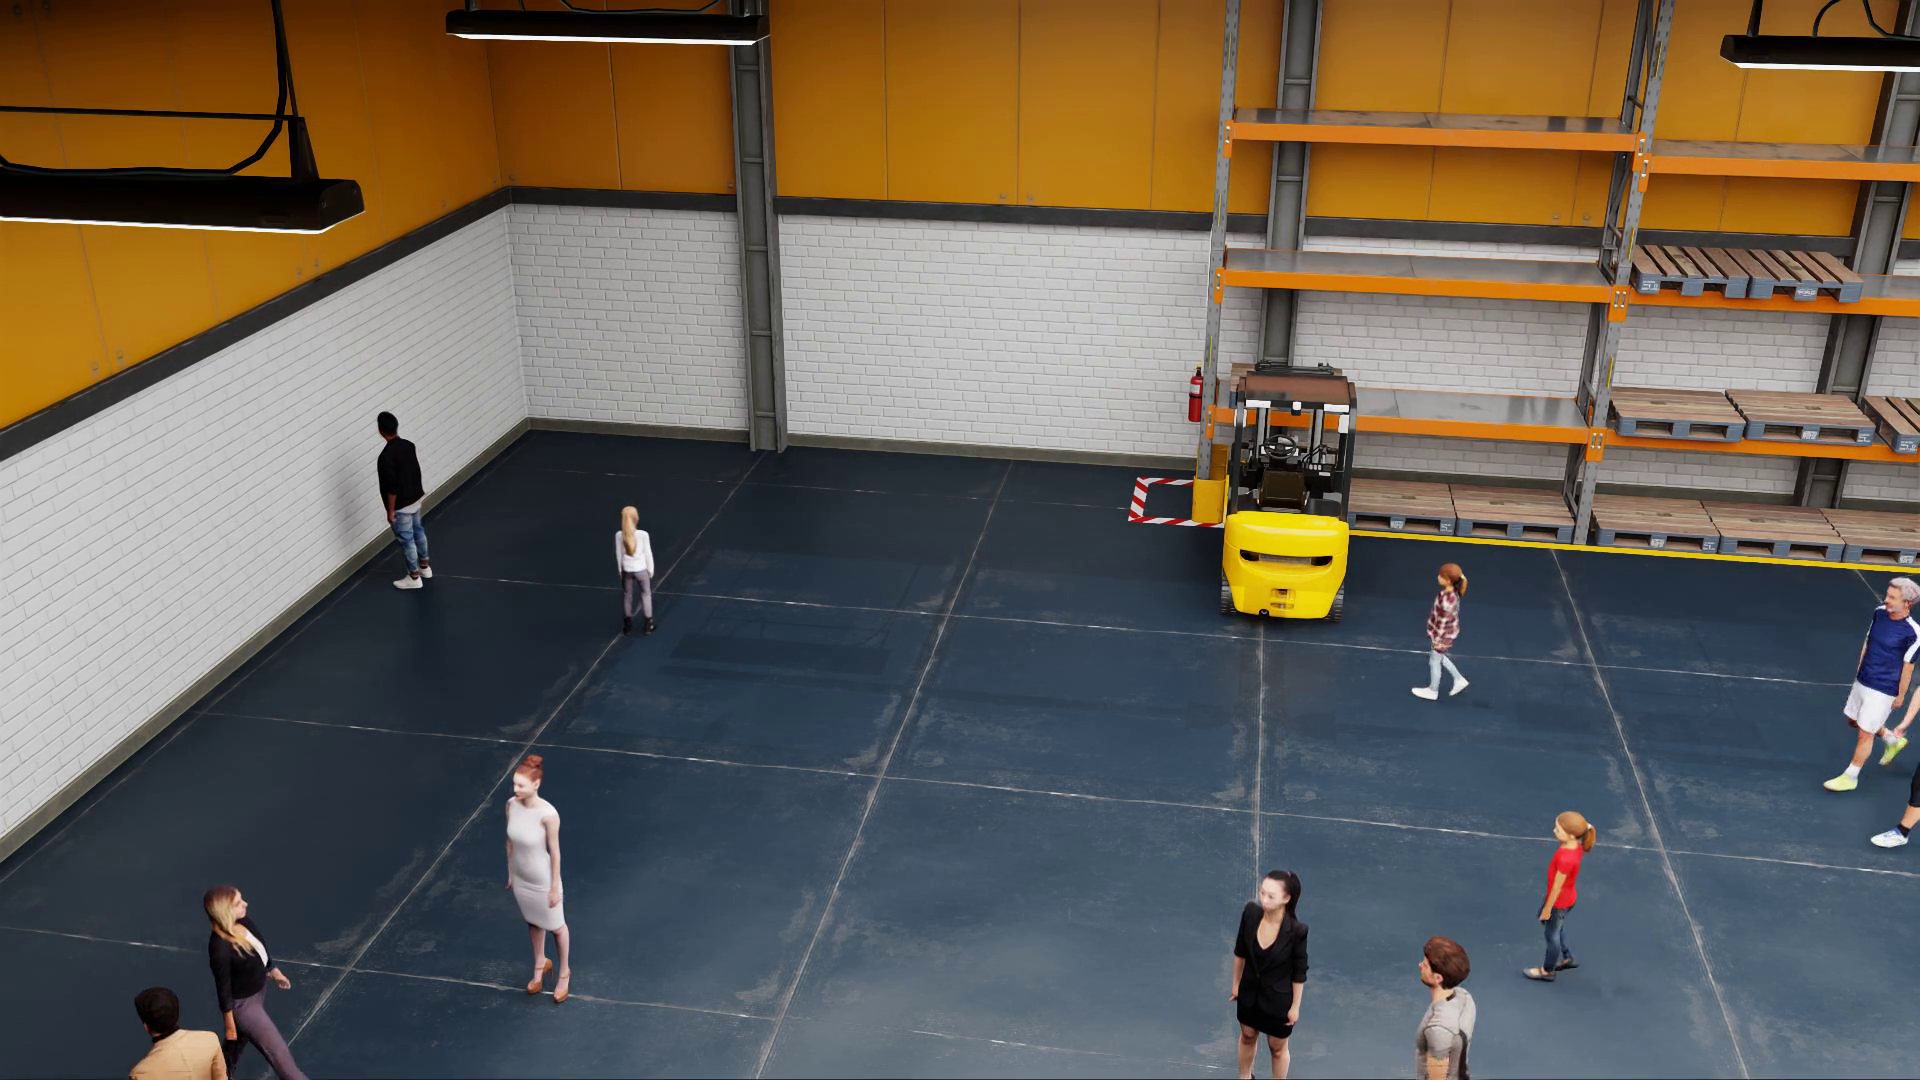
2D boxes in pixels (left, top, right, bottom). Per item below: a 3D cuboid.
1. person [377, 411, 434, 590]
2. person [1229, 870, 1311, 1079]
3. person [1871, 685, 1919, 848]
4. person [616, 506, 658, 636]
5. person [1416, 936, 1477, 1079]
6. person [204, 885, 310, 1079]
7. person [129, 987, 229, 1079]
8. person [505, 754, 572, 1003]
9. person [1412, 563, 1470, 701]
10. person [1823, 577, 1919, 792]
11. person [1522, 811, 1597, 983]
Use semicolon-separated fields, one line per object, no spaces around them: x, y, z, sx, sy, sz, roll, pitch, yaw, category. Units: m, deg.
-5.500;-0.406;16.453;0.587;1.808;0.689;5;24;11;person
1.784;2.637;9.632;0.614;1.696;0.737;17;29;33;person
7.337;1.414;12.260;1.271;1.833;0.956;-5;24;-11;person
-3.042;0.281;15.544;0.478;1.277;0.583;0;24;0;person
2.575;2.958;8.682;0.903;1.870;0.805;10;26;22;person
-4.203;2.699;9.563;1.088;1.637;0.860;-6;24;-12;person
-3.925;3.090;8.579;0.995;1.710;0.893;20;30;38;person
-2.681;2.163;10.597;0.513;1.791;0.680;12;26;25;person
4.222;0.804;14.319;0.755;1.300;0.642;12;26;25;person
7.224;1.122;12.946;1.107;1.818;0.889;-6;24;-13;person
3.960;2.336;10.809;0.635;1.305;0.580;12;26;25;person
